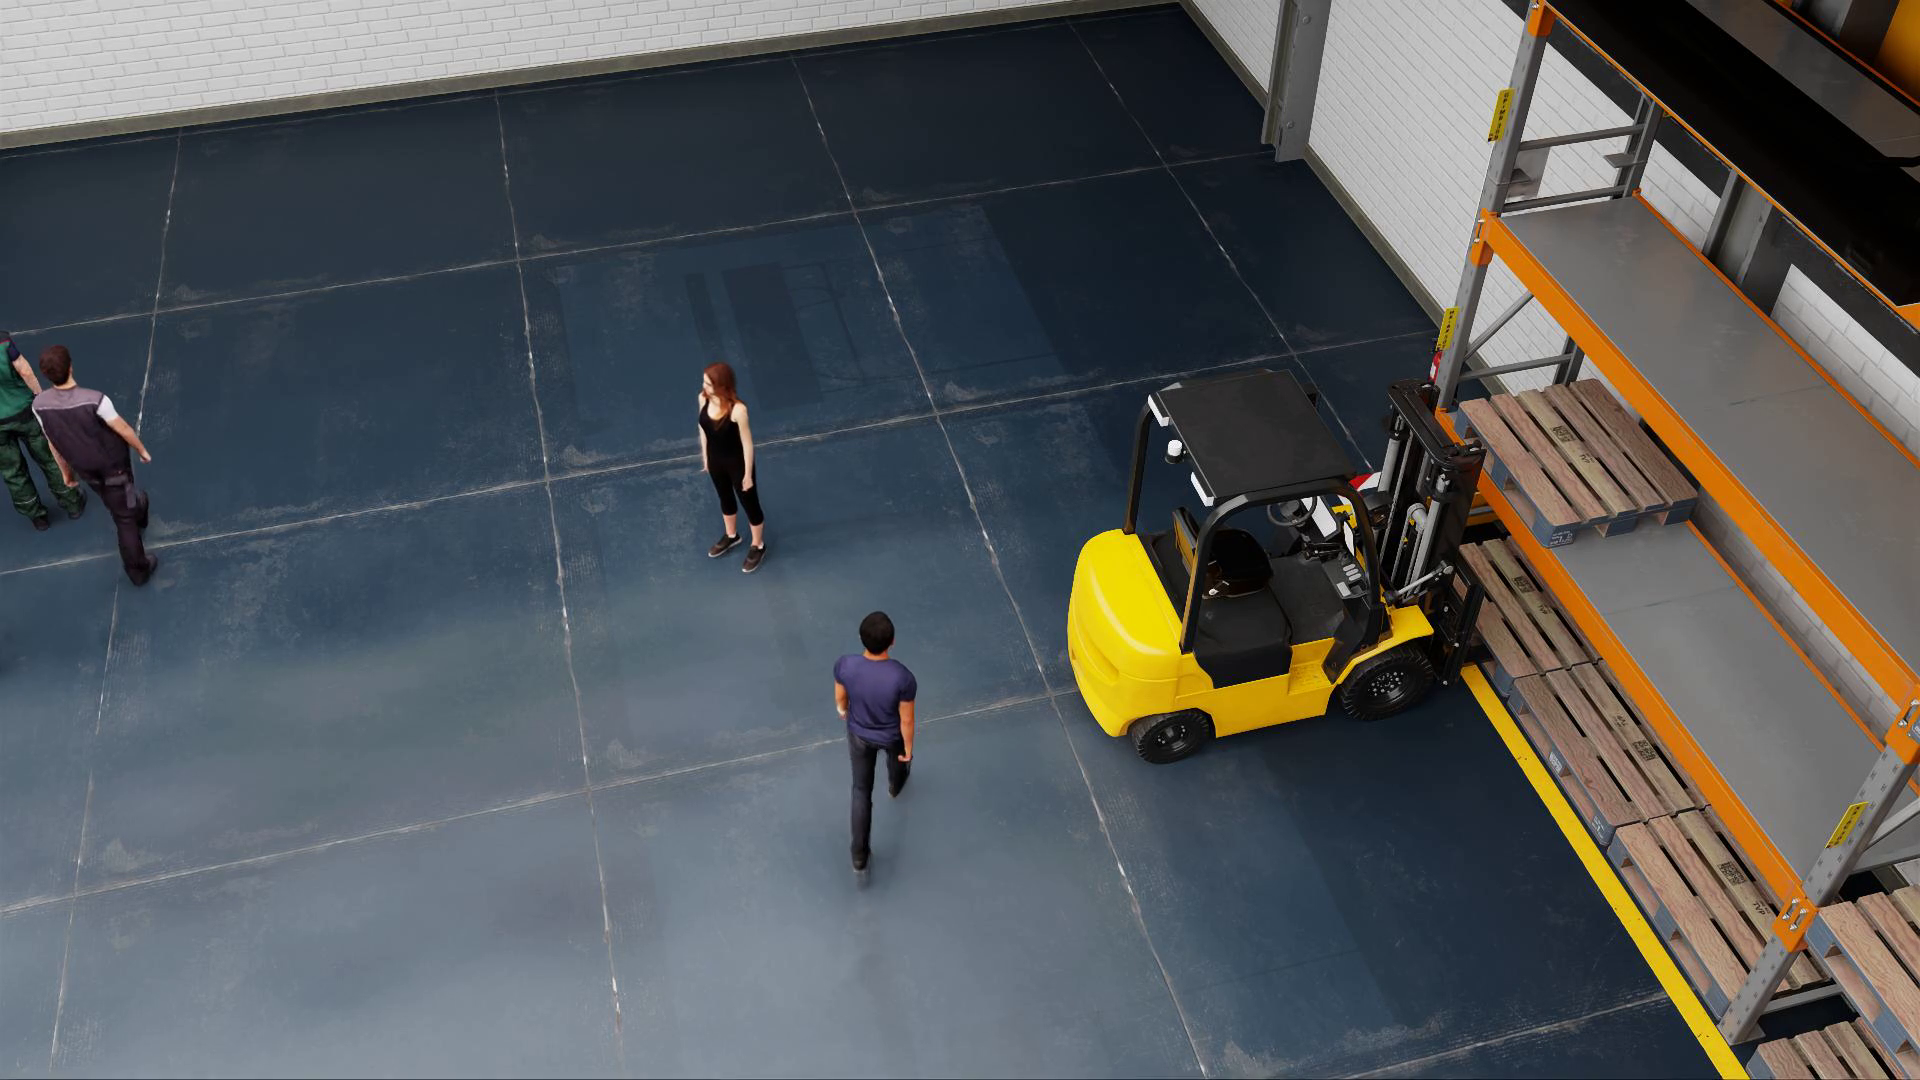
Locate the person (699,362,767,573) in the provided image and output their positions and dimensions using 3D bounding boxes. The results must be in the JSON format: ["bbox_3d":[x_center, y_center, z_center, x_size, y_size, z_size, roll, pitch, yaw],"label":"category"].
[{"bbox_3d":[-1.542,-0.523,11.241,0.633,1.724,0.707,25,49,24],"label":"person"}]

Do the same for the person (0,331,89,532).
[{"bbox_3d":[-6.596,-0.879,11.486,0.736,1.900,0.651,-21,47,-20],"label":"person"}]

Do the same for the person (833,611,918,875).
[{"bbox_3d":[-0.508,1.153,9.460,0.925,1.754,1.237,4,44,4],"label":"person"}]

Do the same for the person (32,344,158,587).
[{"bbox_3d":[-5.755,-0.445,11.093,0.824,1.814,1.126,-3,44,-3],"label":"person"}]
